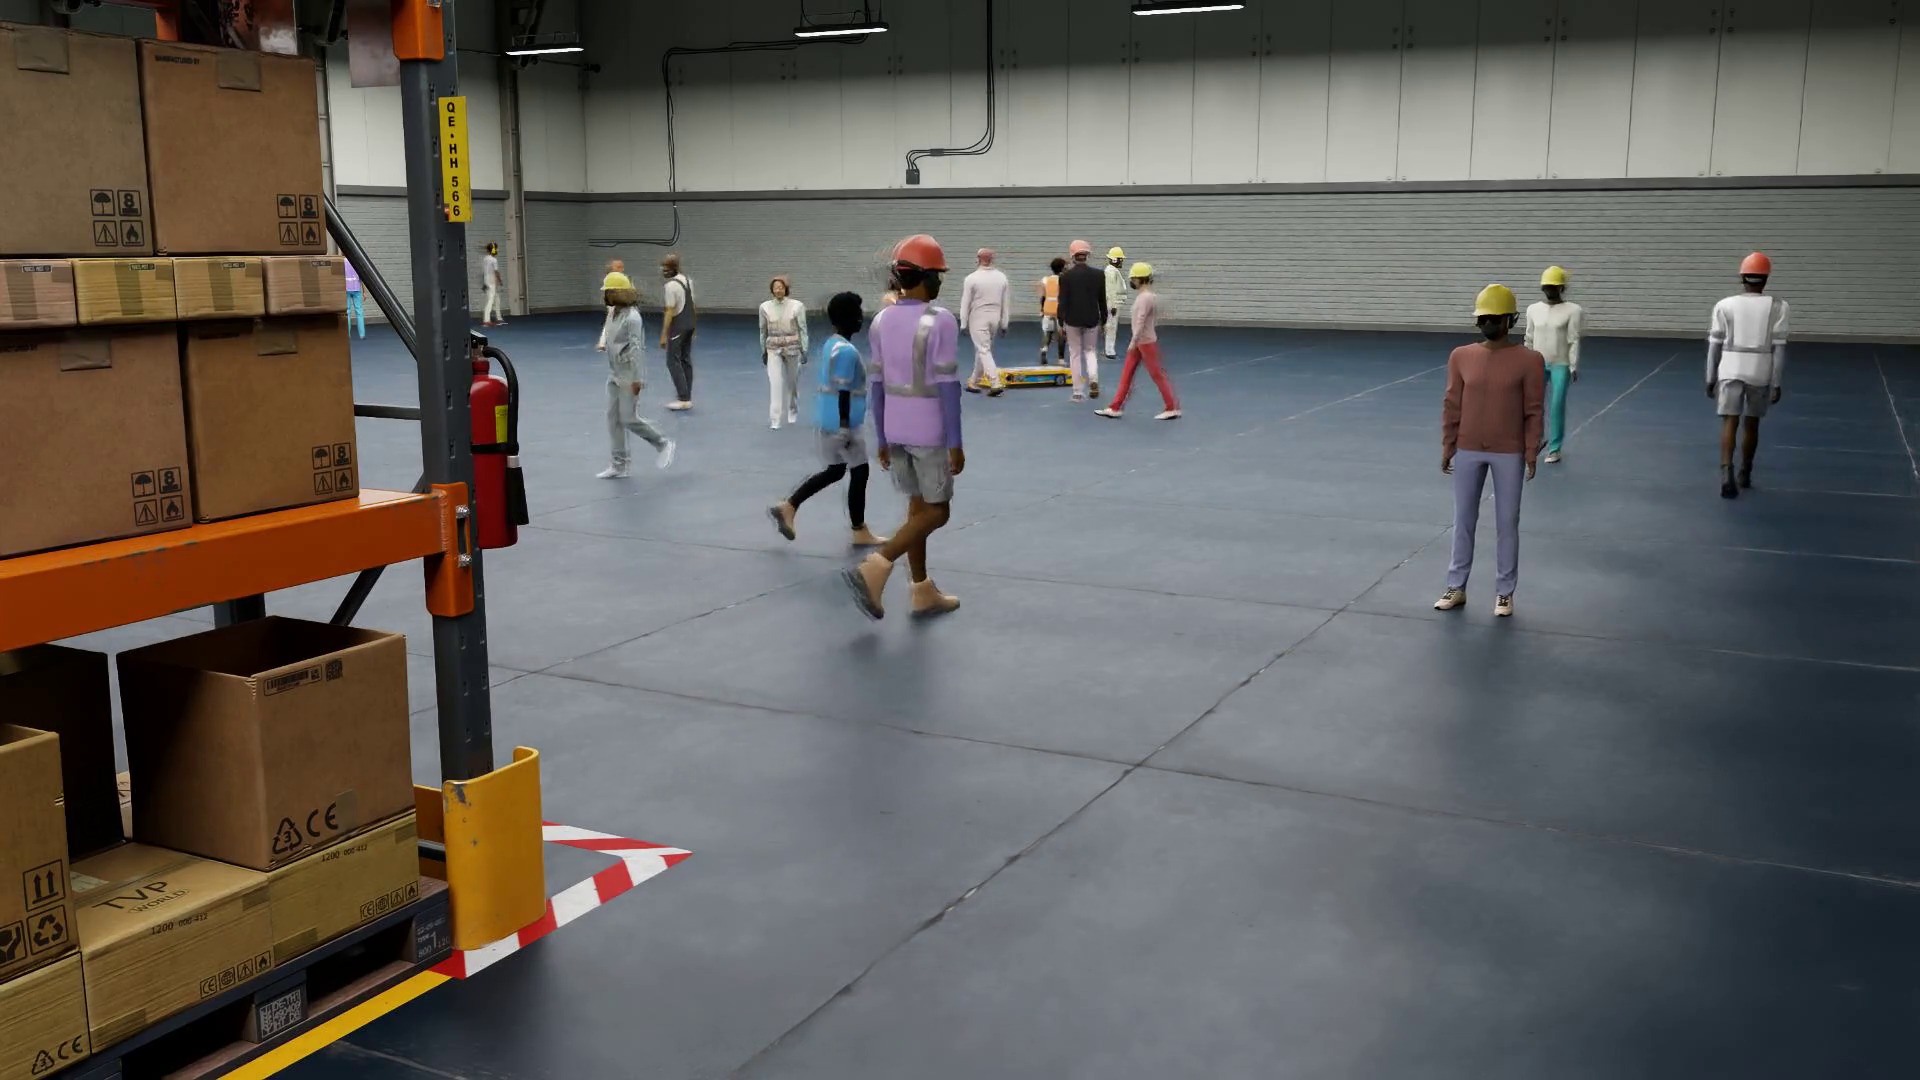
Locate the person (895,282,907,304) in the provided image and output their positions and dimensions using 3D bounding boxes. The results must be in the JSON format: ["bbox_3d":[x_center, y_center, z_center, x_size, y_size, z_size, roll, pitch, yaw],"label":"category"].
[{"bbox_3d":[-0.500,-2.154,18.456,0.502,1.619,0.503,-8,13,-39],"label":"person"}]

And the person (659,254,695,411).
[{"bbox_3d":[-3.245,-2.398,19.288,0.359,1.806,0.648,4,11,21],"label":"person"}]

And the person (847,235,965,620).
[{"bbox_3d":[-0.281,-0.558,8.622,0.735,2.028,0.616,-9,14,-40],"label":"person"}]

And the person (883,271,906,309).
[{"bbox_3d":[-0.620,-2.280,19.155,0.815,1.595,0.520,6,12,32],"label":"person"}]

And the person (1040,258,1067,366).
[{"bbox_3d":[1.470,-3.500,25.603,0.550,1.682,0.499,5,11,24],"label":"person"}]

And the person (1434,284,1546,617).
[{"bbox_3d":[2.825,-0.472,8.868,0.527,1.768,0.331,7,12,33],"label":"person"}]

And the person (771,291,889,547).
[{"bbox_3d":[-0.840,-0.761,10.717,0.690,1.678,0.531,-3,11,-17],"label":"person"}]

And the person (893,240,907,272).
[{"bbox_3d":[-1.100,-5.216,34.298,0.428,1.926,0.628,-9,13,-39],"label":"person"}]

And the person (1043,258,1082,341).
[{"bbox_3d":[2.008,-4.614,31.929,0.871,1.578,0.524,0,10,-3],"label":"person"}]

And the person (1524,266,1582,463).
[{"bbox_3d":[5.259,-1.553,14.813,0.530,1.754,0.388,8,13,38],"label":"person"}]

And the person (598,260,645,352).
[{"bbox_3d":[-5.925,-4.038,28.794,0.850,1.587,0.514,-8,13,-37],"label":"person"}]

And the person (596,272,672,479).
[{"bbox_3d":[-2.763,-1.378,13.912,0.579,1.722,0.494,-9,14,-40],"label":"person"}]

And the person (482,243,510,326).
[{"bbox_3d":[-10.362,-5.707,37.202,0.822,1.837,0.571,-9,14,-41],"label":"person"}]

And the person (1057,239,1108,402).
[{"bbox_3d":[1.476,-2.643,20.123,0.639,1.970,0.536,-2,11,-9],"label":"person"}]

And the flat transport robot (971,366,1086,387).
[{"bbox_3d":[0.925,-2.214,22.446,1.431,0.197,0.652,-5,11,-24],"label":"flat transport robot"}]

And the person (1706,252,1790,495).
[{"bbox_3d":[6.161,-1.304,13.052,0.555,1.903,0.962,5,12,25],"label":"person"}]

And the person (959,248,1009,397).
[{"bbox_3d":[0.306,-2.755,21.067,0.654,1.866,0.969,-7,13,-35],"label":"person"}]

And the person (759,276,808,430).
[{"bbox_3d":[-1.863,-2.000,17.671,0.524,1.604,0.839,0,10,0],"label":"person"}]

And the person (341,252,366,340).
[{"bbox_3d":[-11.791,-4.783,32.180,0.562,1.838,0.390,-4,11,-22],"label":"person"}]

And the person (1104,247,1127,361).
[{"bbox_3d":[2.507,-3.825,26.978,0.404,1.828,0.602,1,10,5],"label":"person"}]

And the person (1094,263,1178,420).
[{"bbox_3d":[1.979,-2.170,18.260,0.913,1.720,0.525,-1,10,-7],"label":"person"}]
